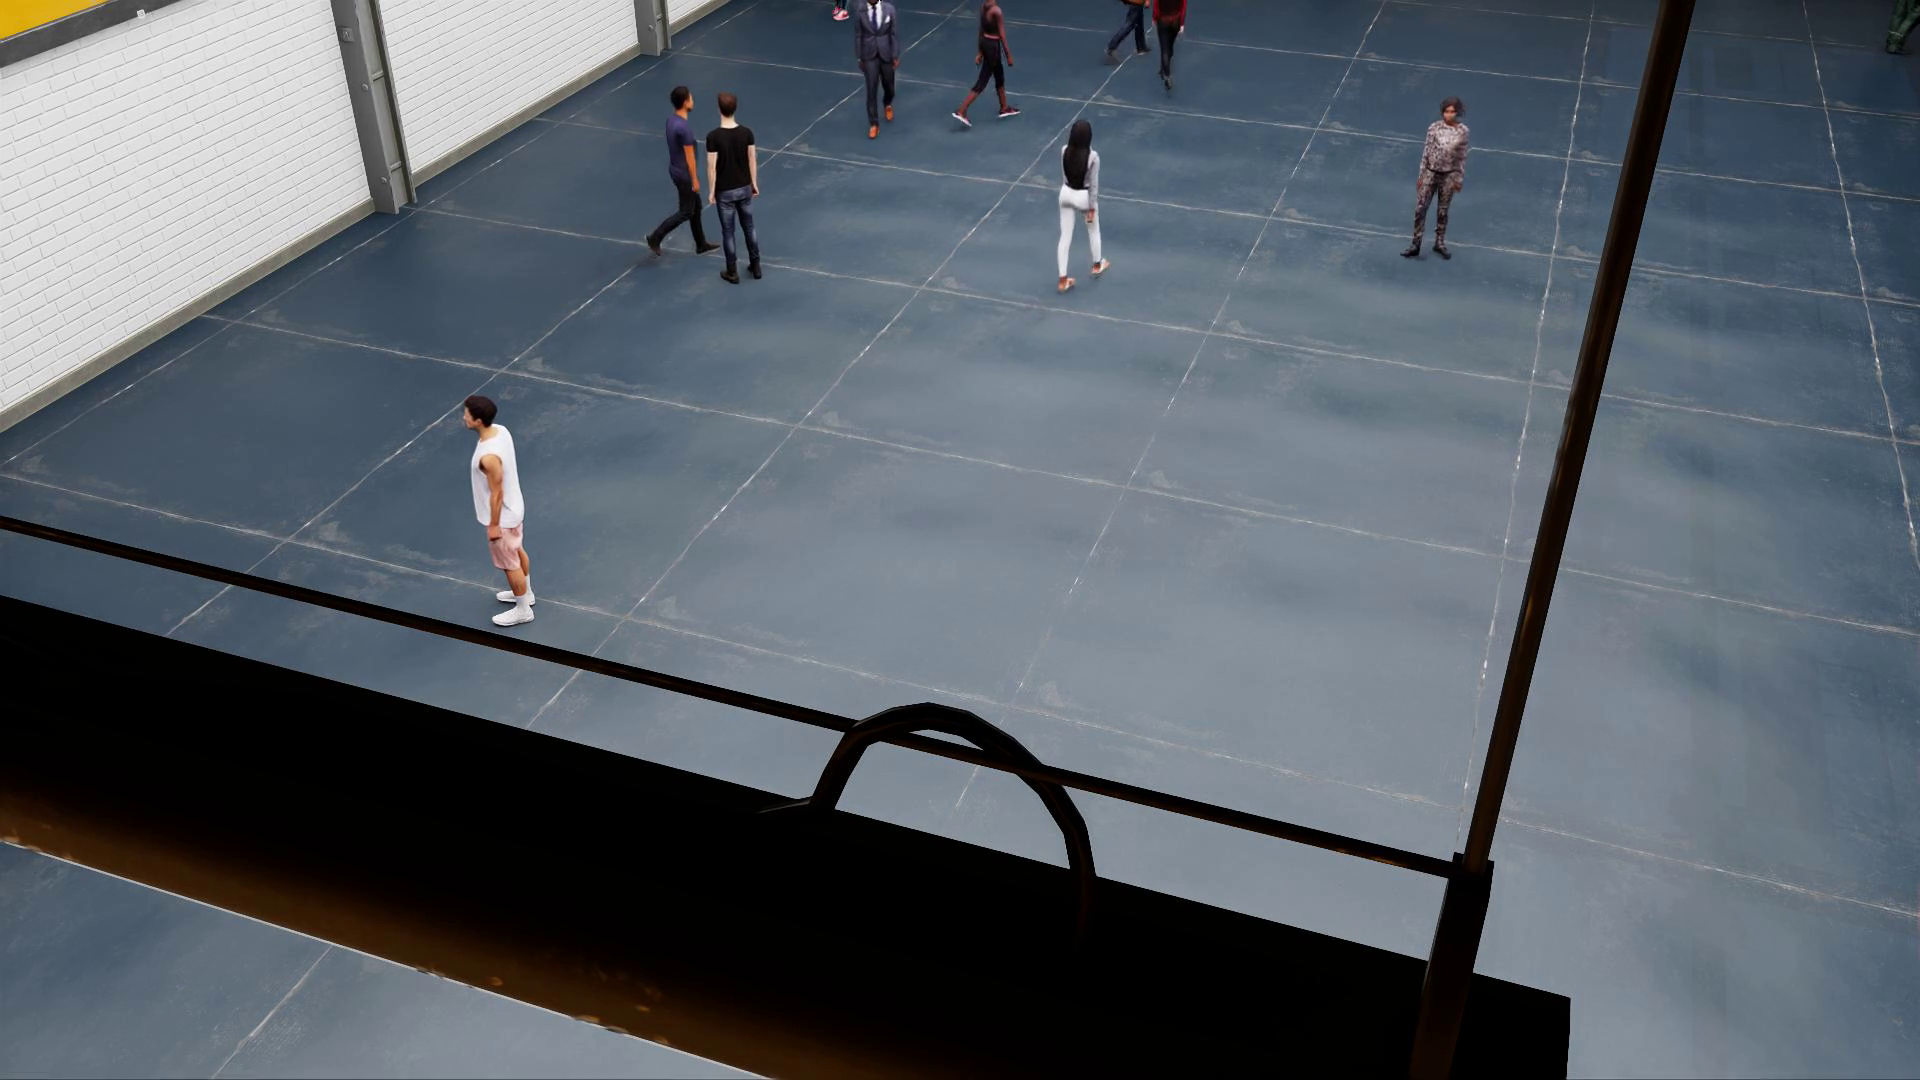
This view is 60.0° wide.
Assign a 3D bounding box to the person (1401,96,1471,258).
[{"bbox_3d":[4.943,-3.718,17.036,0.672,1.708,0.630,4,34,6],"label":"person"}]

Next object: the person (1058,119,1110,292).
[{"bbox_3d":[1.113,-3.268,16.377,0.721,1.689,1.049,17,37,24],"label":"person"}]

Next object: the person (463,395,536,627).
[{"bbox_3d":[-3.220,-0.215,11.693,0.786,1.788,0.655,-3,34,-5],"label":"person"}]

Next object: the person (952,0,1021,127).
[{"bbox_3d":[0.275,-5.914,20.333,1.201,1.715,1.135,-14,36,-20],"label":"person"}]

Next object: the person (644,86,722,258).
[{"bbox_3d":[-2.892,-3.690,16.946,1.109,1.761,1.070,-12,35,-17],"label":"person"}]

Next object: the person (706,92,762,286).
[{"bbox_3d":[-2.230,-3.479,16.510,0.747,1.893,0.804,-16,37,-23],"label":"person"}]

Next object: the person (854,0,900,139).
[{"bbox_3d":[-0.992,-5.855,20.165,0.899,1.803,1.074,0,34,0],"label":"person"}]

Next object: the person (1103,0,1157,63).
[{"bbox_3d":[2.295,-7.363,22.453,1.268,1.781,1.134,-19,38,-26],"label":"person"}]

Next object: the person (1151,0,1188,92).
[{"bbox_3d":[2.701,-6.617,21.480,0.904,1.616,1.162,-3,34,-5],"label":"person"}]
